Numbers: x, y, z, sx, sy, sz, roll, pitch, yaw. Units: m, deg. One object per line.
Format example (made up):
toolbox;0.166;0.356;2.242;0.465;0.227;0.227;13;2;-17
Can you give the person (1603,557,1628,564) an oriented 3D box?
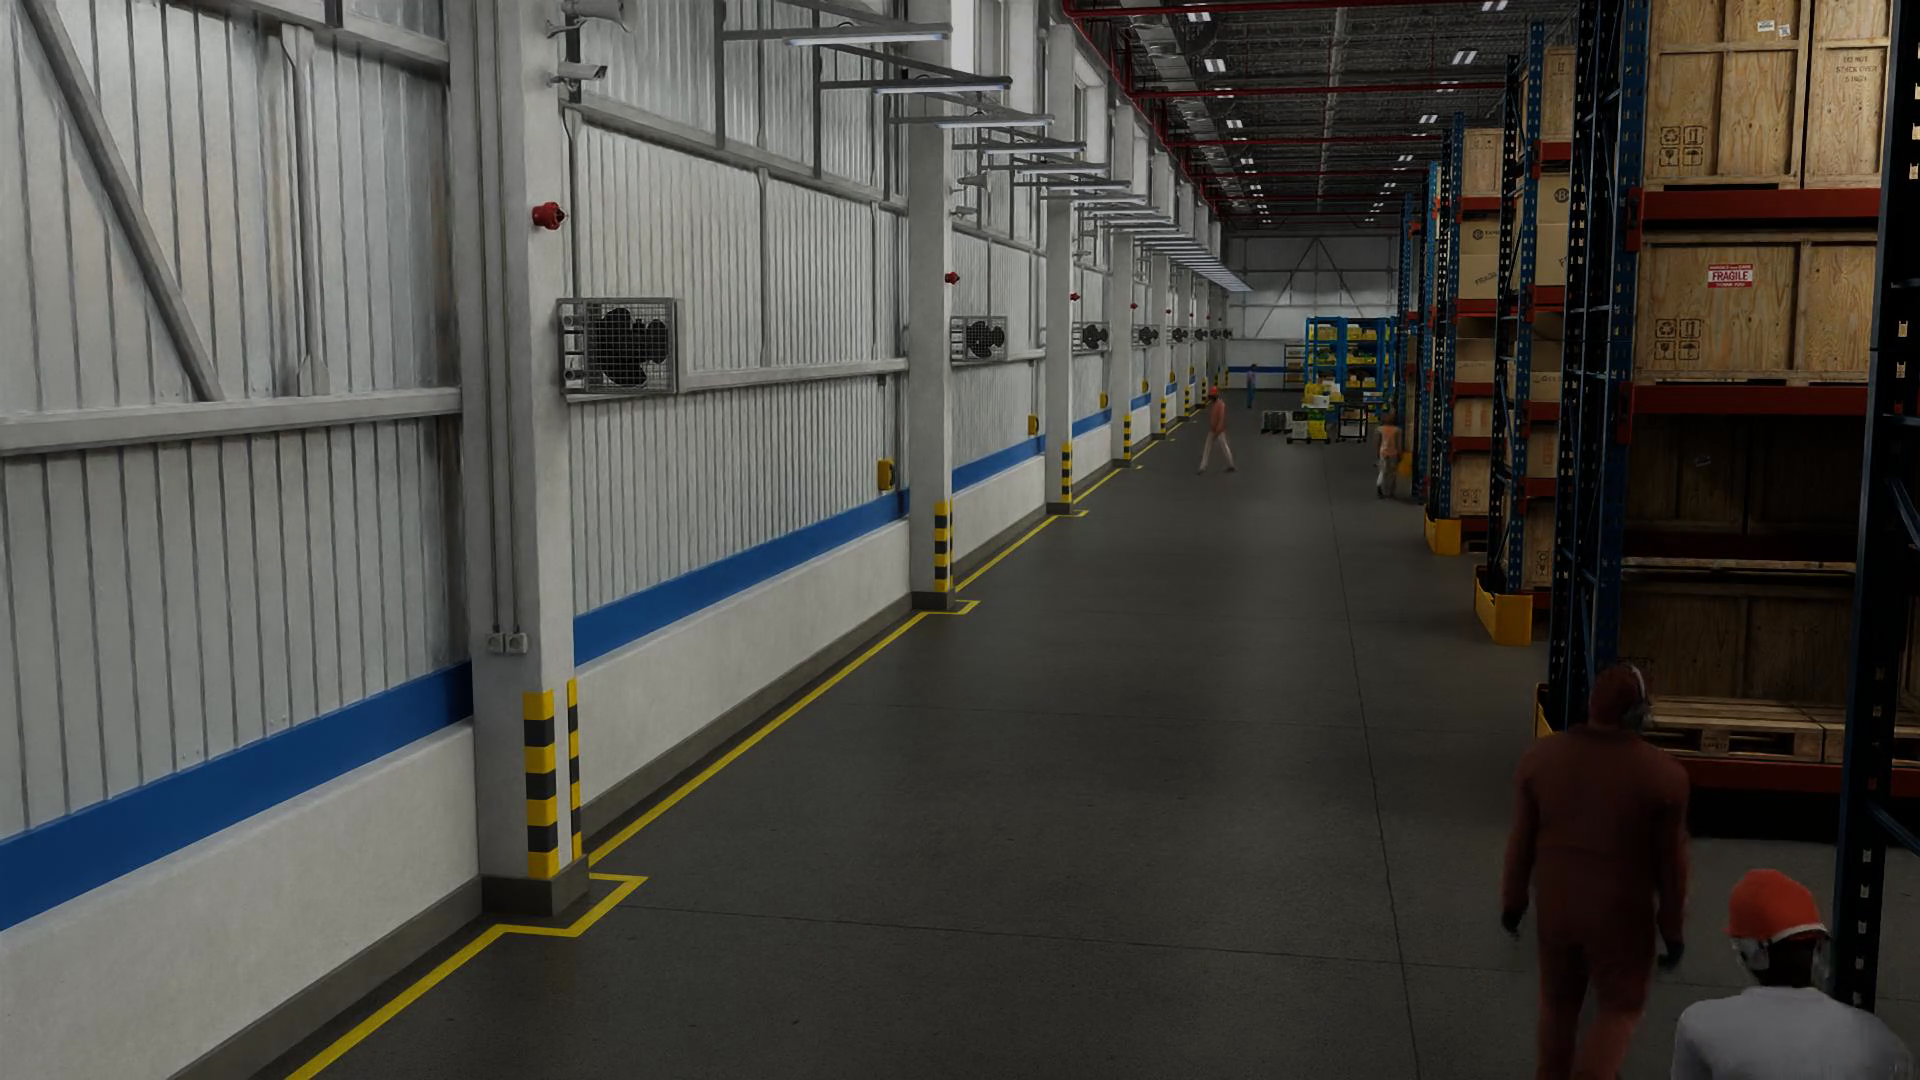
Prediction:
person;5.152;0.629;13.134;0.894;1.703;0.490;0;7;3

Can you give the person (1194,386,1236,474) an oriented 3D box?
person;5.620;-2.391;36.329;1.035;1.944;0.610;-5;8;-33

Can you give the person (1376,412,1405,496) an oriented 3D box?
person;8.069;-1.600;31.241;0.536;1.607;0.627;5;9;33

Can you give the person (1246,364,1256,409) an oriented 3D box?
person;11.835;-6.228;67.449;0.433;1.821;0.621;4;8;31

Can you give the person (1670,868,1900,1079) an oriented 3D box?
person;2.085;1.711;4.238;0.585;1.728;0.495;0;7;1

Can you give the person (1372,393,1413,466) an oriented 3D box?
person;10.038;-2.541;38.361;0.906;1.718;0.536;1;7;12

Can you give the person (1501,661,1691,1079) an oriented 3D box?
person;2.346;1.388;6.229;0.692;1.882;0.615;6;9;40
